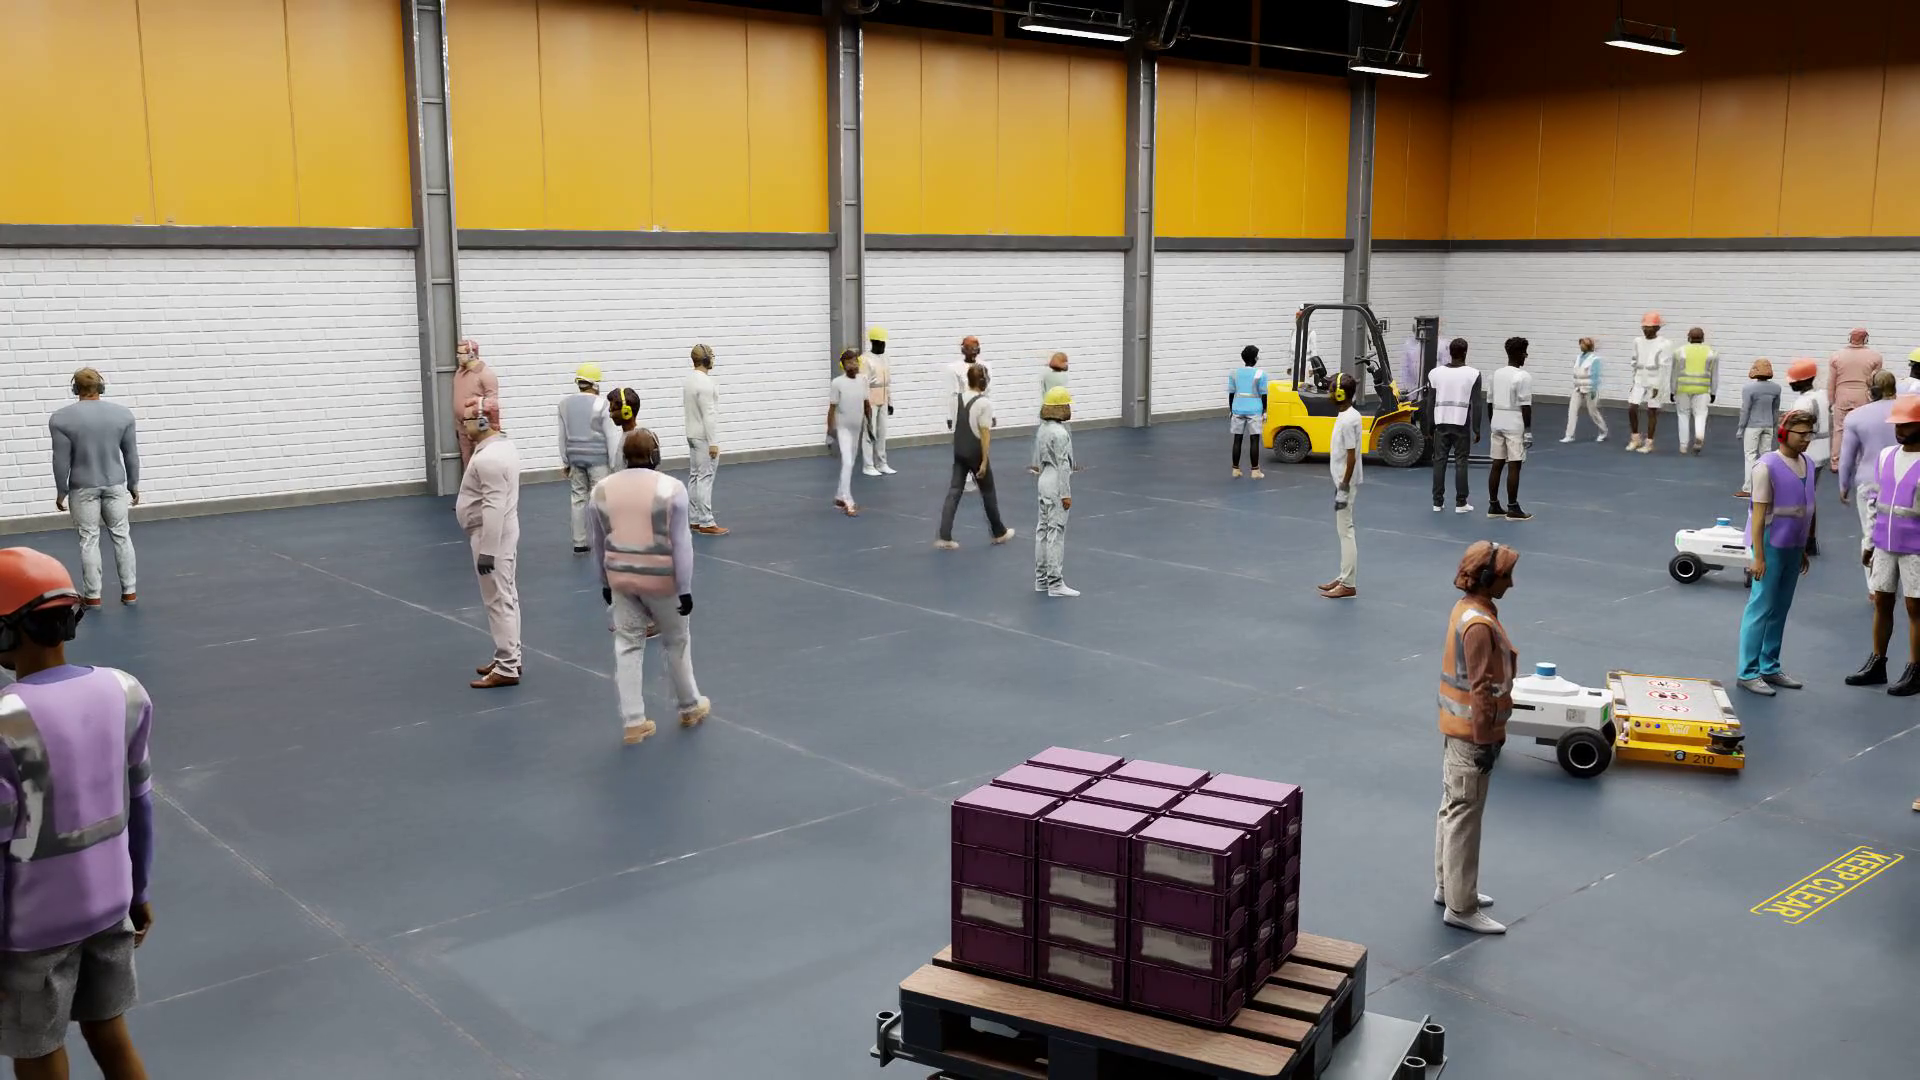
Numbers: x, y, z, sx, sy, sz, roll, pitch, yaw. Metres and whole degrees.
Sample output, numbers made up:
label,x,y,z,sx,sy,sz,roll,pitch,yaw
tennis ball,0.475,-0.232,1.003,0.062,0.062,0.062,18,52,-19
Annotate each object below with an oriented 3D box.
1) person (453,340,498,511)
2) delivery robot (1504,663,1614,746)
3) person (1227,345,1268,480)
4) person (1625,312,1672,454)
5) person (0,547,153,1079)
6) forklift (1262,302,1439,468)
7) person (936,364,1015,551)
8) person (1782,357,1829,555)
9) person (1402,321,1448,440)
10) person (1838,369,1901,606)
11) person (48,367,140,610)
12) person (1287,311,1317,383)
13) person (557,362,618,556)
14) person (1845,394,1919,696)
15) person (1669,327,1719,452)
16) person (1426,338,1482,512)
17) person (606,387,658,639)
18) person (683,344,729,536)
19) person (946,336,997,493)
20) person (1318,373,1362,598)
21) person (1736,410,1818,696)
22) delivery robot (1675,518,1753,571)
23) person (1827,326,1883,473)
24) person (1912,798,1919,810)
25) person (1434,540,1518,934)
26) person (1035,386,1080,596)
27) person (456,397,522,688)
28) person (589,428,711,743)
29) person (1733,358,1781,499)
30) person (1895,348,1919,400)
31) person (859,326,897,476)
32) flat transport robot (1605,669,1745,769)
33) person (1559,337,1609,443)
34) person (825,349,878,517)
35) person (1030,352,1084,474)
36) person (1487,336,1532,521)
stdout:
label,x,y,z,sx,sy,sz,roll,pitch,yaw
person,-5.345,-1.243,18.267,0.642,1.905,0.399,8,12,37
delivery robot,3.241,0.926,9.233,0.707,0.478,0.477,4,11,24
person,3.642,-1.613,21.028,0.540,1.697,0.318,6,11,32
person,9.772,-2.222,23.652,0.527,2.020,0.603,-8,13,-40
person,-2.514,1.025,4.623,0.401,2.032,0.613,3,10,17
forklift,5.320,-2.157,22.763,2.313,2.155,1.214,3,10,16
person,0.124,-0.797,16.004,0.531,1.795,0.986,8,12,39
person,7.836,-0.750,15.459,0.415,1.892,0.567,9,13,44
person,6.867,-2.264,24.360,0.793,1.875,0.403,4,10,21
person,7.528,-0.442,13.604,0.667,1.894,0.846,4,10,20
person,-6.895,-0.412,13.301,0.636,1.936,0.354,-8,13,-40
person,5.806,-2.952,28.329,0.358,1.883,0.572,-7,12,-35
person,-3.458,-0.751,15.589,0.600,1.829,0.404,3,10,19
person,6.064,0.030,10.712,0.357,1.937,0.551,-4,11,-24
person,10.438,-2.123,23.677,0.633,1.818,0.608,3,10,18
person,5.433,-1.259,18.313,0.597,1.916,0.371,6,11,32
person,-2.414,-0.191,12.222,0.327,1.865,0.518,-4,11,-24
person,-2.584,-1.009,16.790,0.363,1.939,0.636,-5,11,-27
person,0.166,-1.489,19.838,0.580,1.863,0.716,-4,11,-23
person,3.152,-0.447,13.723,0.330,1.865,0.518,2,10,13
person,5.280,0.070,10.757,0.570,1.840,0.375,-7,12,-34
delivery robot,6.563,0.056,14.325,0.707,0.478,0.477,7,12,34
person,11.558,-1.799,21.504,0.636,1.911,0.404,7,12,34
person,5.114,0.432,8.221,0.393,1.985,0.611,-8,12,-38
person,2.163,0.813,7.002,0.308,1.640,0.511,2,10,10
person,0.805,-0.406,13.836,0.295,1.744,0.484,-4,10,-20
person,-3.086,0.012,10.912,0.405,1.904,0.653,-1,10,-8
person,-1.803,0.243,9.793,0.659,1.819,0.741,2,10,14
person,9.268,-1.290,19.326,0.502,1.633,0.276,-2,10,-13
person,9.458,-0.954,16.534,0.381,1.917,0.585,0,10,0
person,-1.064,-1.784,21.374,0.389,1.922,0.594,7,12,34
flat transport robot,4.164,1.026,9.754,0.652,0.197,1.431,3,10,18
person,9.499,-2.270,25.141,0.800,1.610,0.523,-4,11,-23
person,-1.203,-1.189,18.244,0.556,1.819,0.791,-9,13,-43
person,1.229,-1.635,21.494,0.859,1.588,0.502,-8,13,-41
person,5.889,-1.193,17.782,0.368,1.967,0.600,-4,11,-25
